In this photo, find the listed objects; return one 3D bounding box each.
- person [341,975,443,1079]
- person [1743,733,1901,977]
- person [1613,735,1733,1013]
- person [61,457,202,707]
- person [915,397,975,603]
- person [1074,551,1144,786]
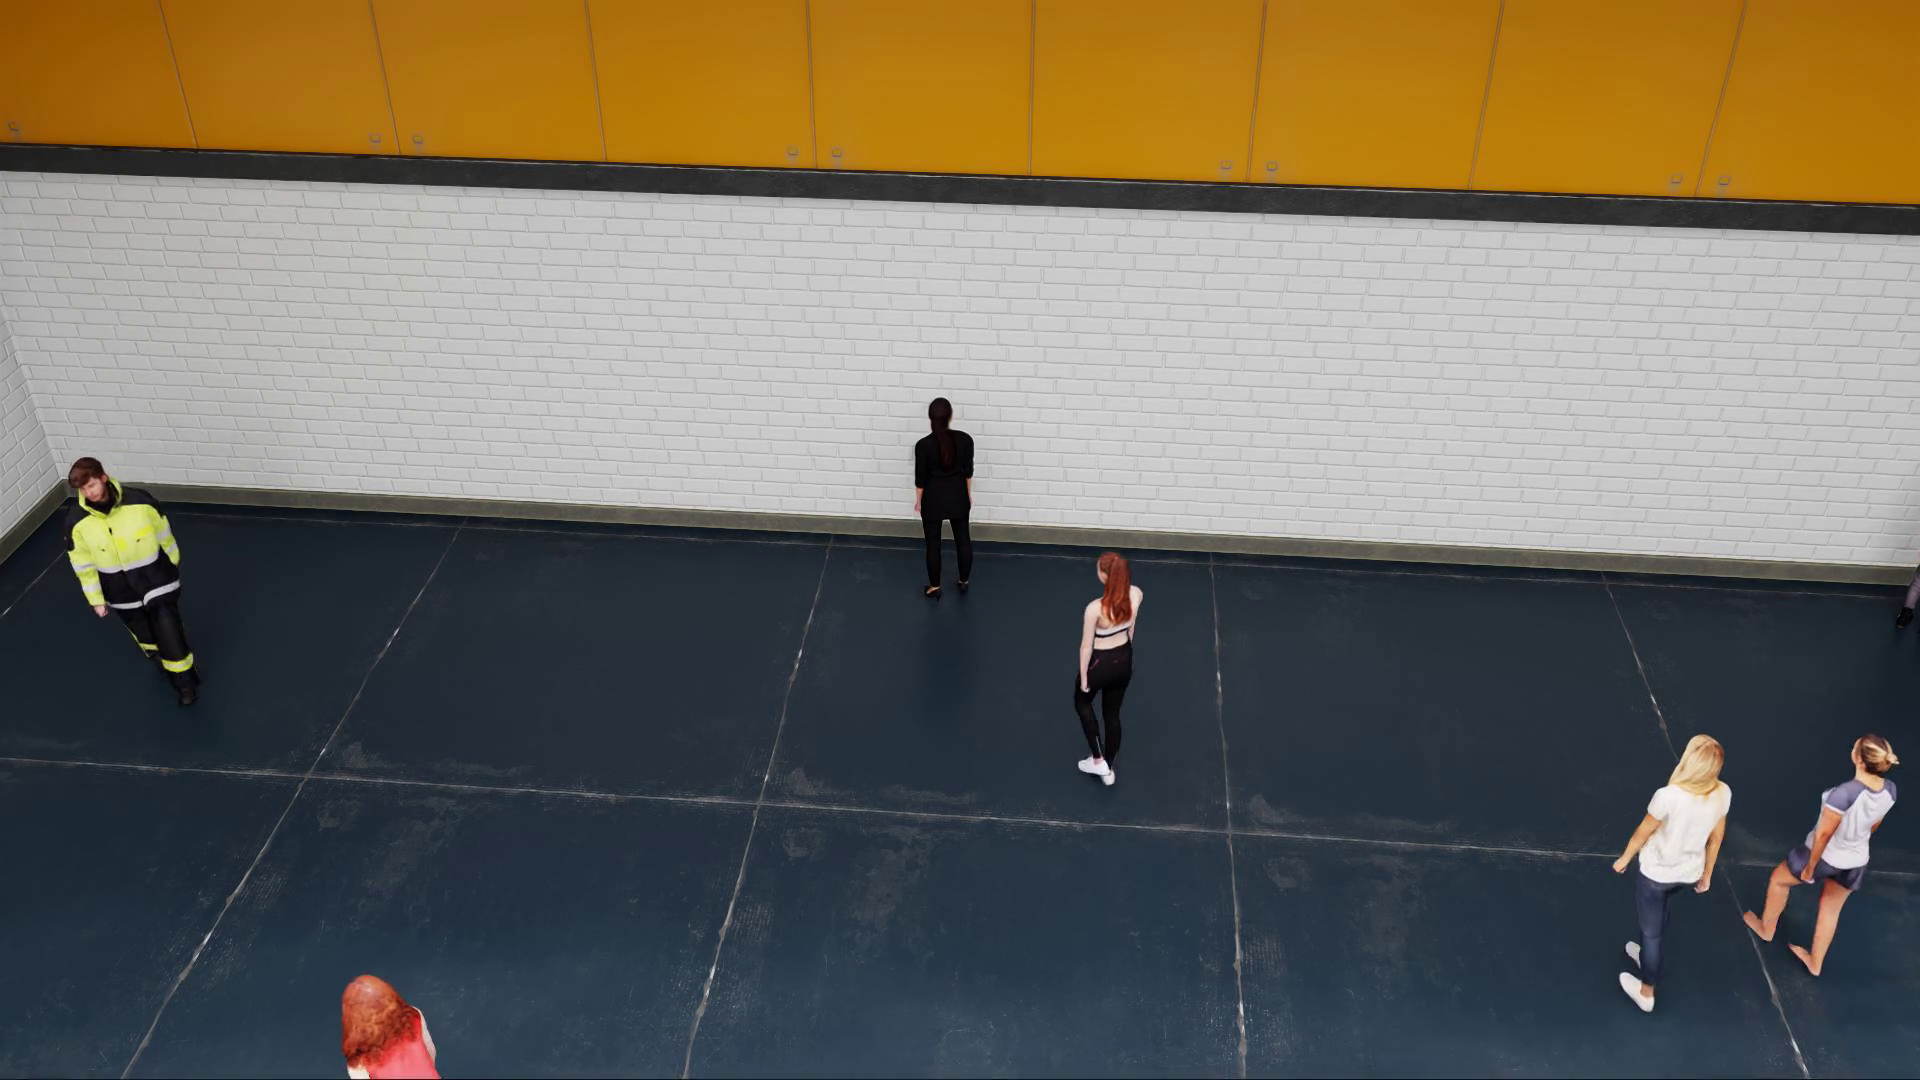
[{"bbox_3d":[-2.413,2.703,7.565,1.100,1.769,1.177,25,41,32],"label":"person"},{"bbox_3d":[4.824,1.777,9.106,0.689,1.604,0.796,-5,34,-8],"label":"person"},{"bbox_3d":[3.830,1.834,8.850,0.706,1.793,0.775,-9,35,-13],"label":"person"},{"bbox_3d":[-5.561,0.180,11.220,1.126,1.924,1.246,-21,39,-28],"label":"person"},{"bbox_3d":[-0.111,-0.277,12.146,0.662,1.660,0.648,-8,34,-12],"label":"person"},{"bbox_3d":[0.984,0.853,10.379,0.688,1.735,0.725,-15,37,-22],"label":"person"}]
